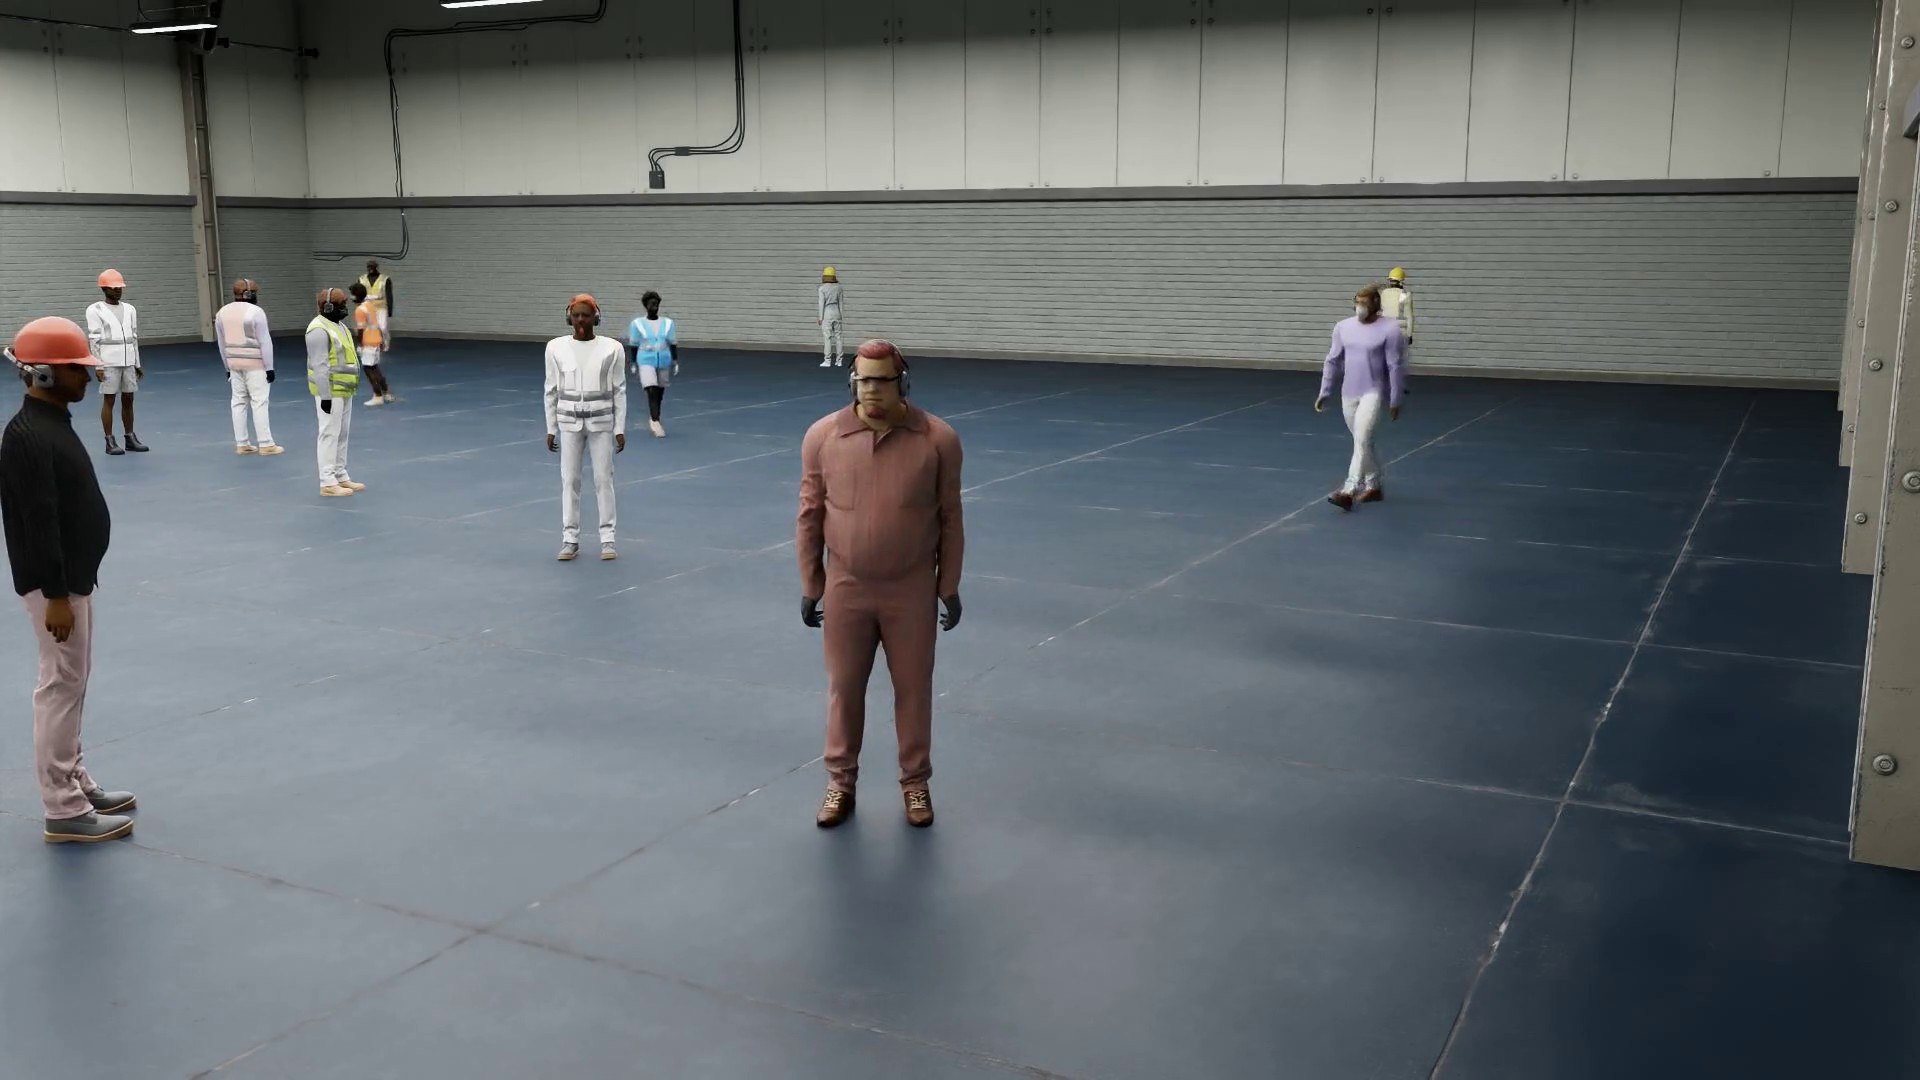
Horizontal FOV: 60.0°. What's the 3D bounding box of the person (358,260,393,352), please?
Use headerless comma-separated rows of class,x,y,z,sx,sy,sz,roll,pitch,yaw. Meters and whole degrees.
person,-11.165,-4.424,31.758,0.630,1.828,0.516,-1,10,-5

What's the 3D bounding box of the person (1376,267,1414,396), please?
person,6.249,-2.990,23.913,0.588,1.834,0.403,8,13,37

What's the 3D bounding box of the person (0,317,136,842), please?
person,-3.412,0.149,6.360,0.397,1.990,0.623,-4,11,-22

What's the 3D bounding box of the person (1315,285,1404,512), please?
person,3.372,-1.199,14.024,1.037,1.881,0.653,-10,14,-42

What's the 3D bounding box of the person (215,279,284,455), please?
person,-7.439,-1.802,17.433,0.619,1.838,0.430,3,11,18

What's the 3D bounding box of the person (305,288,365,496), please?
person,-5.532,-1.305,14.743,0.430,1.836,0.627,0,10,-2

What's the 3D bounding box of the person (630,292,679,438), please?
person,-3.527,-2.032,19.177,0.536,1.655,0.852,-5,12,-26

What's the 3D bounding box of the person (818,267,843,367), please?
person,-2.275,-3.916,29.210,0.485,1.744,0.294,-7,13,-34

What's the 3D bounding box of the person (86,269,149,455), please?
person,-8.871,-1.871,17.530,0.361,1.938,0.545,5,12,26

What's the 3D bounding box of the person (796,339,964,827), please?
person,-0.309,0.178,6.447,0.652,1.904,0.402,0,10,1

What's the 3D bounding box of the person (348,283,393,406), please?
person,-7.971,-2.636,22.424,0.406,1.662,0.597,-1,10,-4

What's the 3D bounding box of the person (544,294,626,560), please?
person,-2.652,-0.793,11.795,0.575,1.885,0.355,-1,10,-5
